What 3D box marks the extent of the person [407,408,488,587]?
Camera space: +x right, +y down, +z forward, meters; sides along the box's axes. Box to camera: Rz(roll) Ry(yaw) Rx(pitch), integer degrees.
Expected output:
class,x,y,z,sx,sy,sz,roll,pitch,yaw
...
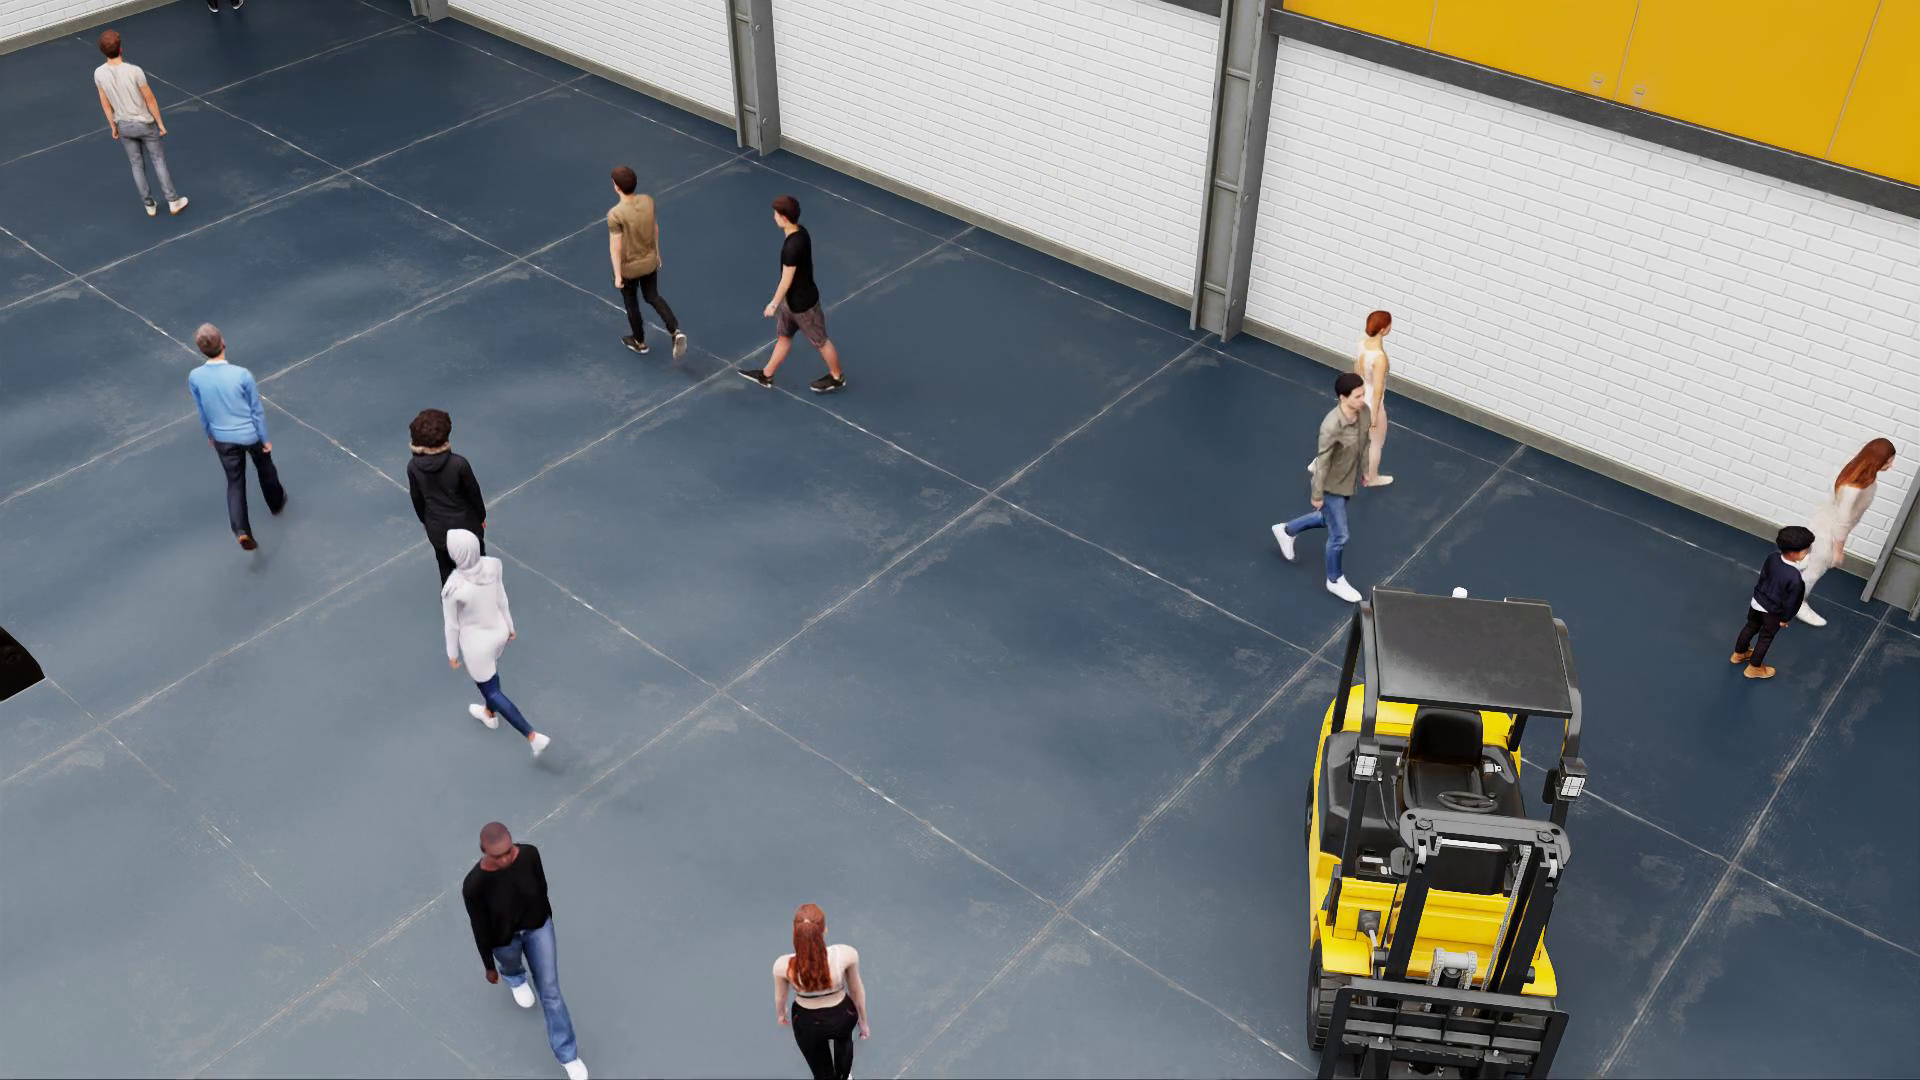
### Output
class,x,y,z,sx,sy,sz,roll,pitch,yaw
person,-3.580,-0.146,11.729,0.722,1.778,0.781,-3,39,-4

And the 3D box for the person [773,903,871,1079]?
class,x,y,z,sx,sy,sz,roll,pitch,yaw
person,-0.680,2.524,8.424,0.781,1.730,0.839,-6,39,-7

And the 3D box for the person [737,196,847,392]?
class,x,y,z,sx,sy,sz,roll,pitch,yaw
person,-1.248,-2.016,14.046,1.202,1.808,1.154,-4,39,-5

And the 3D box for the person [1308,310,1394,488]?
class,x,y,z,sx,sy,sz,roll,pitch,yaw
person,3.115,-1.063,13.001,0.924,1.624,0.955,-11,40,-14

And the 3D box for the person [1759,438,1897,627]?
class,x,y,z,sx,sy,sz,roll,pitch,yaw
person,6.066,-0.097,11.739,0.793,1.690,0.665,19,42,22

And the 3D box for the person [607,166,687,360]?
class,x,y,z,sx,sy,sz,roll,pitch,yaw
person,-2.749,-2.364,14.462,1.026,1.834,0.666,28,46,30

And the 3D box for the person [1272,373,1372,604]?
class,x,y,z,sx,sy,sz,roll,pitch,yaw
person,2.657,-0.455,12.062,1.081,1.845,0.682,28,47,31

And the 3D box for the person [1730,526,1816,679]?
class,x,y,z,sx,sy,sz,roll,pitch,yaw
person,5.604,0.418,11.468,0.636,1.223,0.558,-8,39,-10

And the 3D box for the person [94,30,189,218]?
class,x,y,z,sx,sy,sz,roll,pitch,yaw
person,-8.262,-4.164,16.667,0.737,1.895,0.772,-6,39,-8

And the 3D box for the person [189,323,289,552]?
class,x,y,z,sx,sy,sz,roll,pitch,yaw
person,-5.427,-0.748,12.479,1.155,1.782,1.225,-4,39,-5

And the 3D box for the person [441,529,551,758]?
class,x,y,z,sx,sy,sz,roll,pitch,yaw
person,-3.010,0.688,10.706,1.089,1.751,0.665,25,45,28

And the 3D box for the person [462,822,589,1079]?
class,x,y,z,sx,sy,sz,roll,pitch,yaw
person,-2.431,2.086,8.996,0.828,1.702,1.232,-24,44,-27
